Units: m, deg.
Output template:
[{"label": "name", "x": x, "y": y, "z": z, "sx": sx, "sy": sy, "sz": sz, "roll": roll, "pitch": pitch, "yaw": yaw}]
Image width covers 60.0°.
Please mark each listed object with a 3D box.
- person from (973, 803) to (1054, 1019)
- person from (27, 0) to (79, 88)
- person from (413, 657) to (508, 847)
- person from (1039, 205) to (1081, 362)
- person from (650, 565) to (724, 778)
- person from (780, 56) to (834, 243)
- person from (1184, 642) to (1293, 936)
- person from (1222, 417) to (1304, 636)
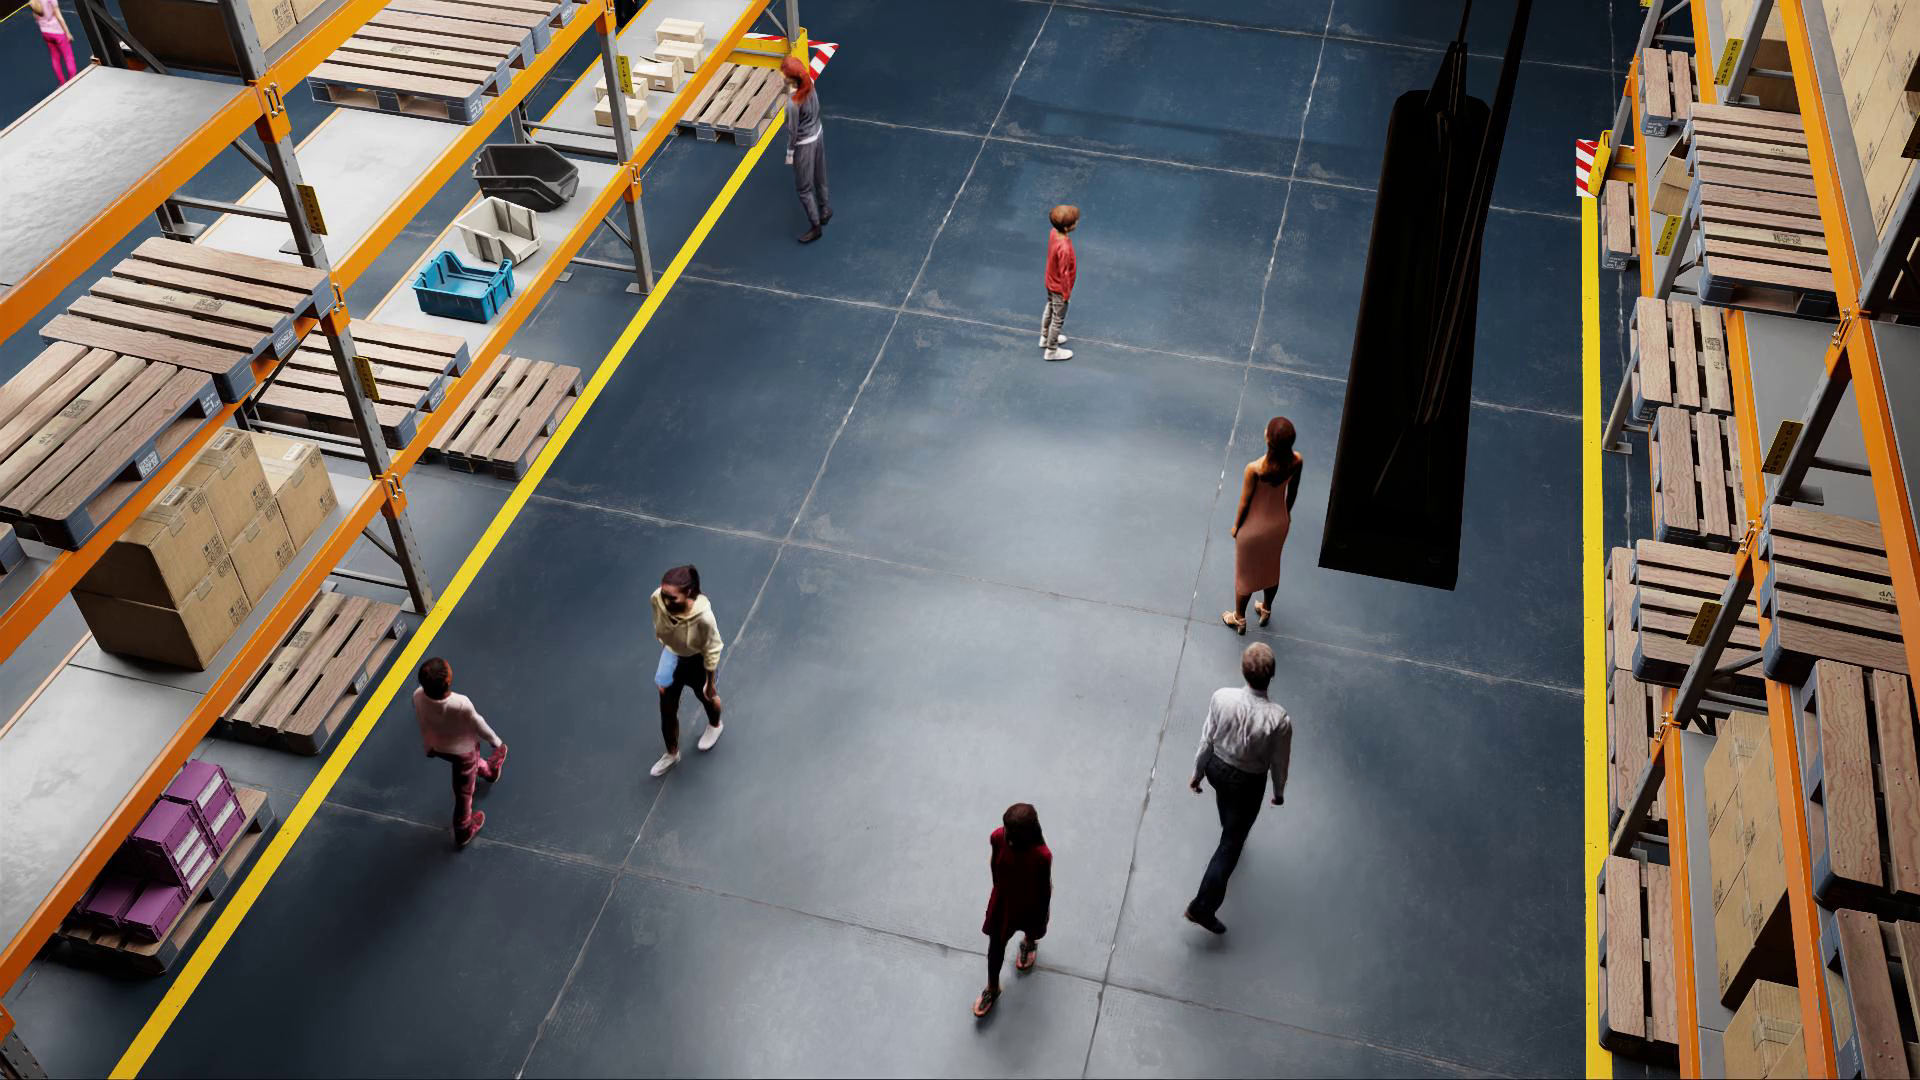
[{"label": "person", "x": 0.366, "y": 1.885, "z": 9.167, "sx": 0.583, "sy": 1.526, "sz": 0.890, "roll": 13, "pitch": 45, "yaw": 13}, {"label": "person", "x": -9.092, "y": -5.091, "z": 16.677, "sx": 0.477, "sy": 1.266, "sz": 0.451, "roll": 11, "pitch": 45, "yaw": 11}, {"label": "person", "x": -3.028, "y": 1.273, "z": 9.887, "sx": 0.619, "sy": 1.419, "sz": 0.950, "roll": 14, "pitch": 45, "yaw": 14}, {"label": "person", "x": 0.785, "y": -2.087, "z": 13.416, "sx": 0.645, "sy": 1.415, "sz": 0.538, "roll": -9, "pitch": 44, "yaw": -9}, {"label": "person", "x": -1.635, "y": 0.709, "z": 10.337, "sx": 0.741, "sy": 1.615, "sz": 0.891, "roll": 18, "pitch": 47, "yaw": 18}, {"label": "person", "x": -1.307, "y": -3.507, "z": 14.663, "sx": 0.820, "sy": 1.753, "sz": 0.471, "roll": 24, "pitch": 49, "yaw": 23}, {"label": "person", "x": 1.547, "y": 1.412, "z": 9.493, "sx": 0.952, "sy": 1.761, "sz": 1.329, "roll": 26, "pitch": 50, "yaw": 25}, {"label": "person", "x": 2.014, "y": -0.089, "z": 11.017, "sx": 0.655, "sy": 1.832, "sz": 0.682, "roll": -14, "pitch": 45, "yaw": -14}]
